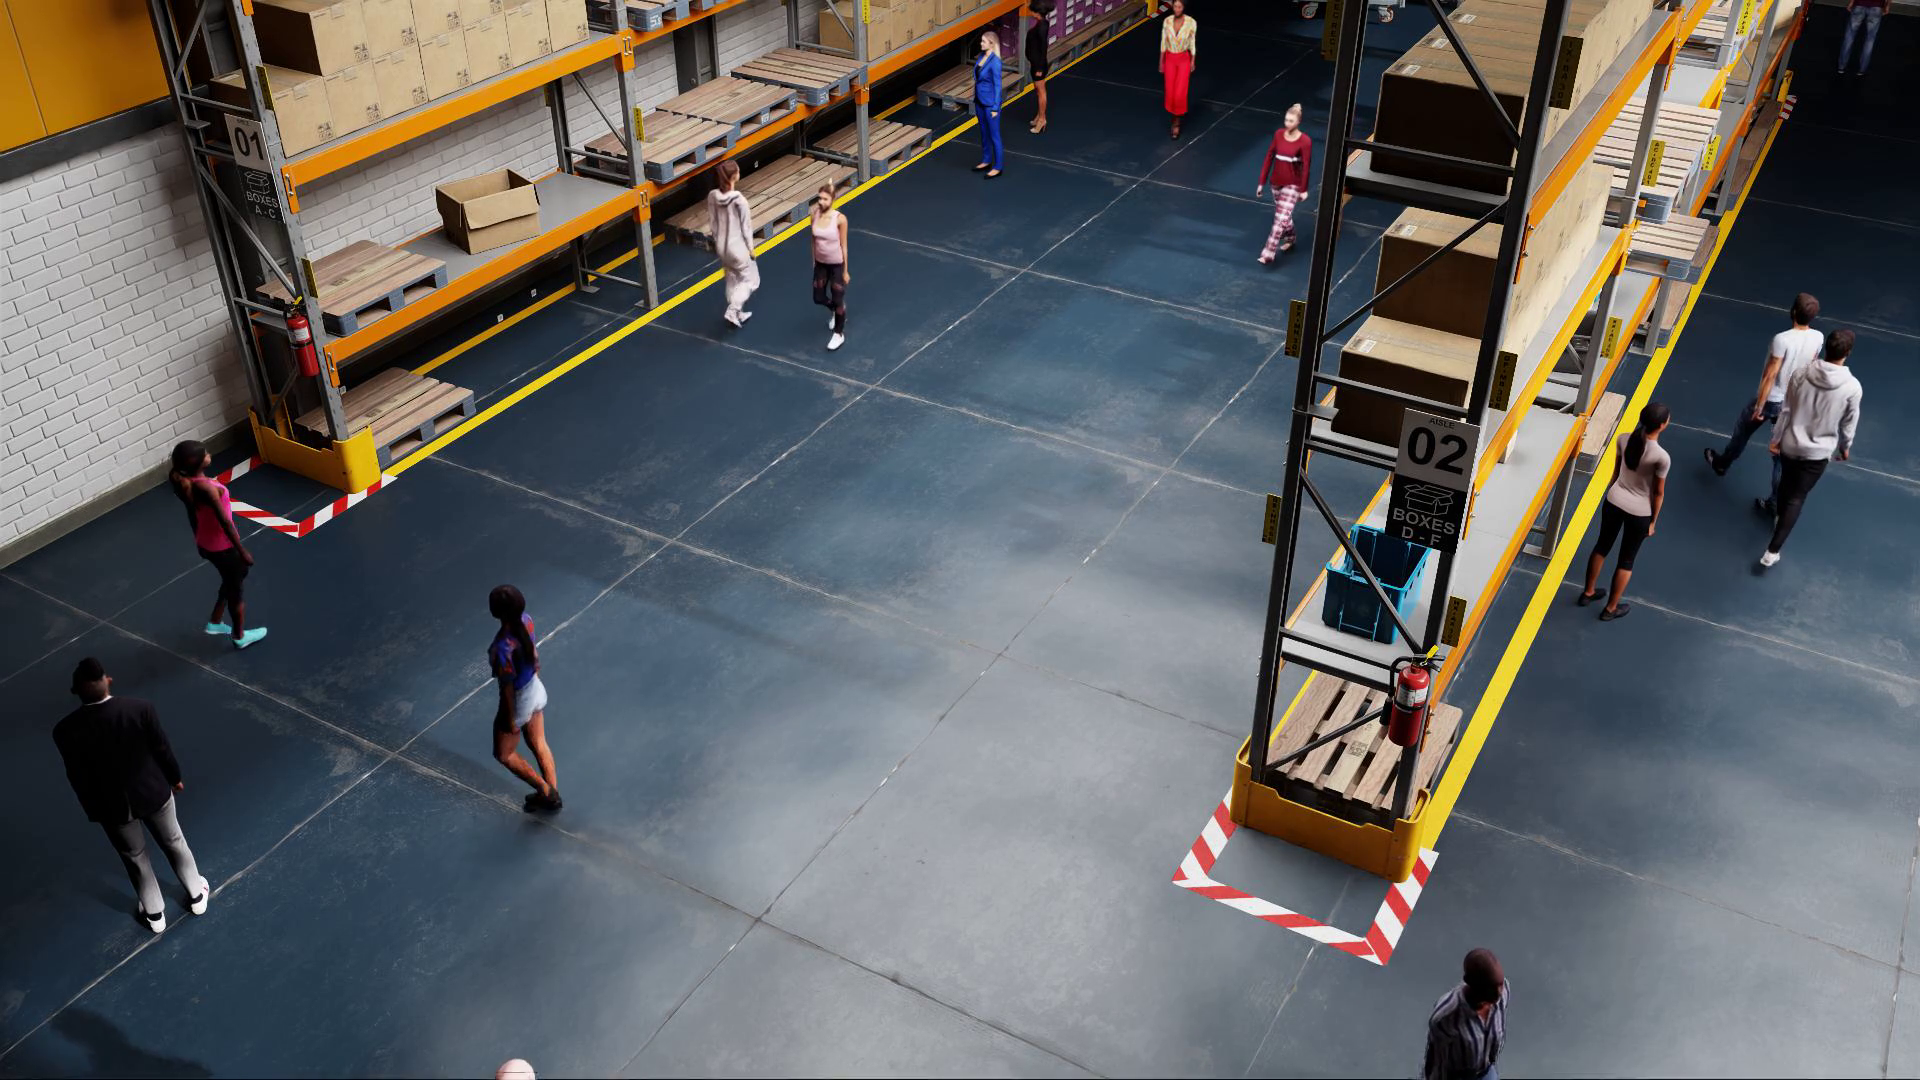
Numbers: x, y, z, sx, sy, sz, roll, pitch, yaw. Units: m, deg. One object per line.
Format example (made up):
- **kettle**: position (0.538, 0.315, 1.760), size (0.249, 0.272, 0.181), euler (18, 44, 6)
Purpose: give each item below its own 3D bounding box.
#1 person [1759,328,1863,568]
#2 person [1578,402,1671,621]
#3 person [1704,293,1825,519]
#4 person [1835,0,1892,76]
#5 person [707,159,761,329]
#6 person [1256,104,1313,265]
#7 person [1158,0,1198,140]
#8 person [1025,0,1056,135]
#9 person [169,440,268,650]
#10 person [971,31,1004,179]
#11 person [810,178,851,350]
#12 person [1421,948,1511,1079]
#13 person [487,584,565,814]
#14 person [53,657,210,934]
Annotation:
- **person**: position (6.432, -0.665, 12.662), size (0.779, 1.882, 1.275), euler (21, 39, 29)
- **person**: position (4.858, -0.220, 12.117), size (0.665, 1.745, 0.667), euler (-21, 39, -29)
- **person**: position (6.576, -1.038, 13.284), size (1.149, 1.815, 1.267), euler (-5, 34, -8)
- **person**: position (12.403, -7.306, 22.682), size (0.646, 1.850, 0.521), euler (17, 37, 23)
- **person**: position (-2.230, -2.812, 16.077), size (0.643, 1.679, 0.720), euler (18, 38, 25)
- **person**: position (3.463, -3.755, 17.520), size (0.772, 1.652, 1.147), euler (26, 41, 33)
- **person**: position (2.709, -5.877, 20.600), size (0.674, 1.776, 0.790), euler (10, 35, 15)
- **person**: position (0.994, -5.925, 20.794), size (0.723, 1.641, 0.638), euler (3, 34, 5)
- **person**: position (-5.290, 0.080, 11.694), size (0.727, 1.713, 0.652), euler (-29, 43, -36)
- **person**: position (0.347, -5.122, 19.533), size (0.714, 1.700, 0.708), euler (-18, 37, -24)
- **person**: position (-1.196, -2.656, 15.888), size (0.623, 1.628, 0.787), euler (13, 36, 18)
- **person**: position (2.303, 2.536, 7.939), size (0.767, 1.780, 0.848), euler (-19, 38, -26)
- **person**: position (-2.620, 1.024, 10.259), size (0.736, 1.731, 0.627), euler (7, 34, 10)
- **person**: position (-4.715, 1.424, 9.458), size (0.708, 1.950, 0.852), euler (-20, 39, -28)
